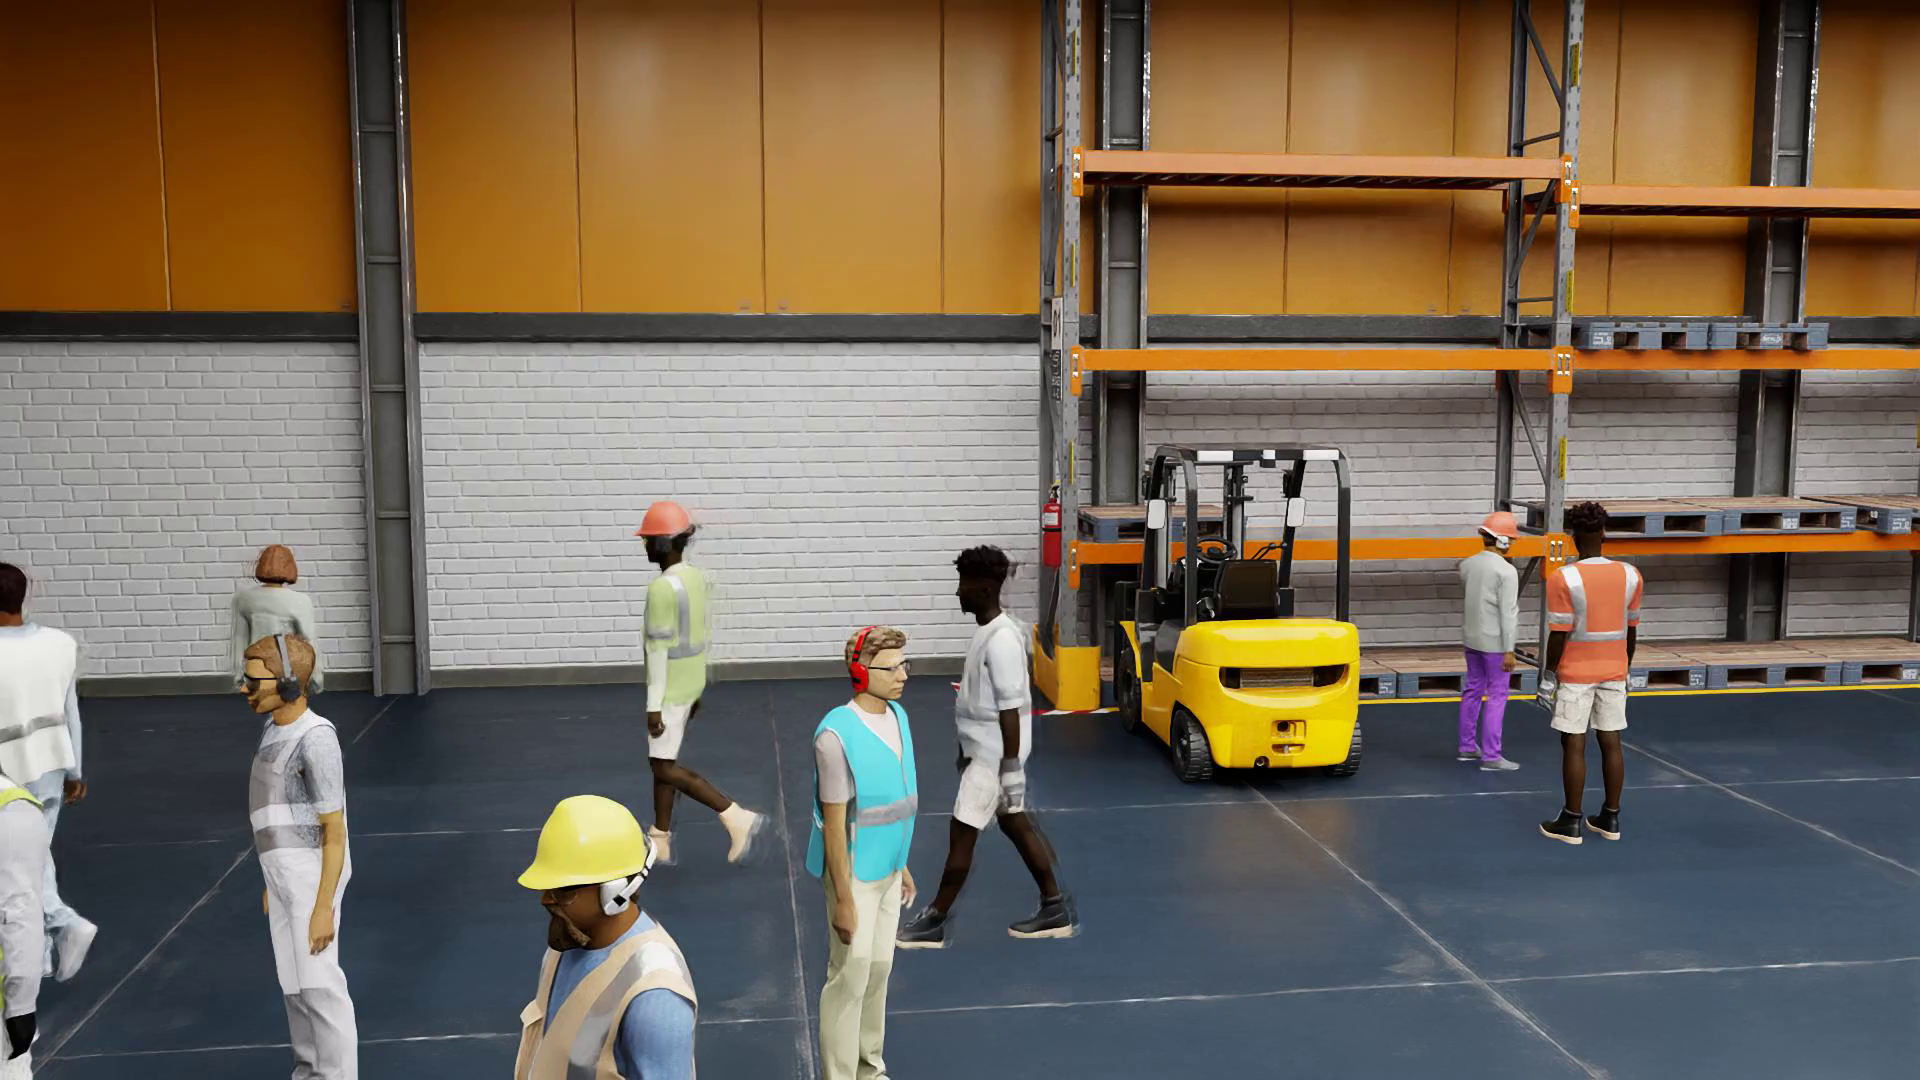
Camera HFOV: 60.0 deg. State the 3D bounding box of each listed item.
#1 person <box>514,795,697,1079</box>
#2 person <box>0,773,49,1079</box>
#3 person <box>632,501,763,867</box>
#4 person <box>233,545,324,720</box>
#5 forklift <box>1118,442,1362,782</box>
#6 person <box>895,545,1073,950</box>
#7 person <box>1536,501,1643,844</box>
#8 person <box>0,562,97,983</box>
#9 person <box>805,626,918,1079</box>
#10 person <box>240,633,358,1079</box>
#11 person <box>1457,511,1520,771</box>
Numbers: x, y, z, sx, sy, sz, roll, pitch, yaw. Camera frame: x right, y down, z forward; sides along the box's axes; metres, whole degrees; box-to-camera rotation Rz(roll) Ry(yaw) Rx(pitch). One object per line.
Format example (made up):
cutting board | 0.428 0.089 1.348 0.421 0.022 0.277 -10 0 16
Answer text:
person | -0.816 1.478 3.850 0.404 1.824 0.586 -4 8 -30
person | -2.998 1.352 4.926 0.635 1.831 0.429 1 7 13
person | -1.480 0.795 8.965 0.788 2.020 0.617 1 7 8
person | -4.209 0.829 10.370 0.534 1.612 0.586 1 7 11
forklift | 1.912 0.418 11.496 1.214 2.155 2.313 -1 7 -8
person | 0.115 0.975 7.850 0.929 1.917 0.613 0 7 -1
person | 3.596 0.758 9.533 0.600 1.959 0.375 -2 7 -15
person | -4.089 1.039 7.331 0.634 1.897 0.607 2 7 20
person | -0.343 1.217 5.998 0.392 1.847 0.563 3 7 22
person | -2.325 1.235 5.856 0.325 1.843 0.516 -6 9 -41
person | 3.595 0.672 11.225 0.344 1.742 0.571 -2 7 -16
